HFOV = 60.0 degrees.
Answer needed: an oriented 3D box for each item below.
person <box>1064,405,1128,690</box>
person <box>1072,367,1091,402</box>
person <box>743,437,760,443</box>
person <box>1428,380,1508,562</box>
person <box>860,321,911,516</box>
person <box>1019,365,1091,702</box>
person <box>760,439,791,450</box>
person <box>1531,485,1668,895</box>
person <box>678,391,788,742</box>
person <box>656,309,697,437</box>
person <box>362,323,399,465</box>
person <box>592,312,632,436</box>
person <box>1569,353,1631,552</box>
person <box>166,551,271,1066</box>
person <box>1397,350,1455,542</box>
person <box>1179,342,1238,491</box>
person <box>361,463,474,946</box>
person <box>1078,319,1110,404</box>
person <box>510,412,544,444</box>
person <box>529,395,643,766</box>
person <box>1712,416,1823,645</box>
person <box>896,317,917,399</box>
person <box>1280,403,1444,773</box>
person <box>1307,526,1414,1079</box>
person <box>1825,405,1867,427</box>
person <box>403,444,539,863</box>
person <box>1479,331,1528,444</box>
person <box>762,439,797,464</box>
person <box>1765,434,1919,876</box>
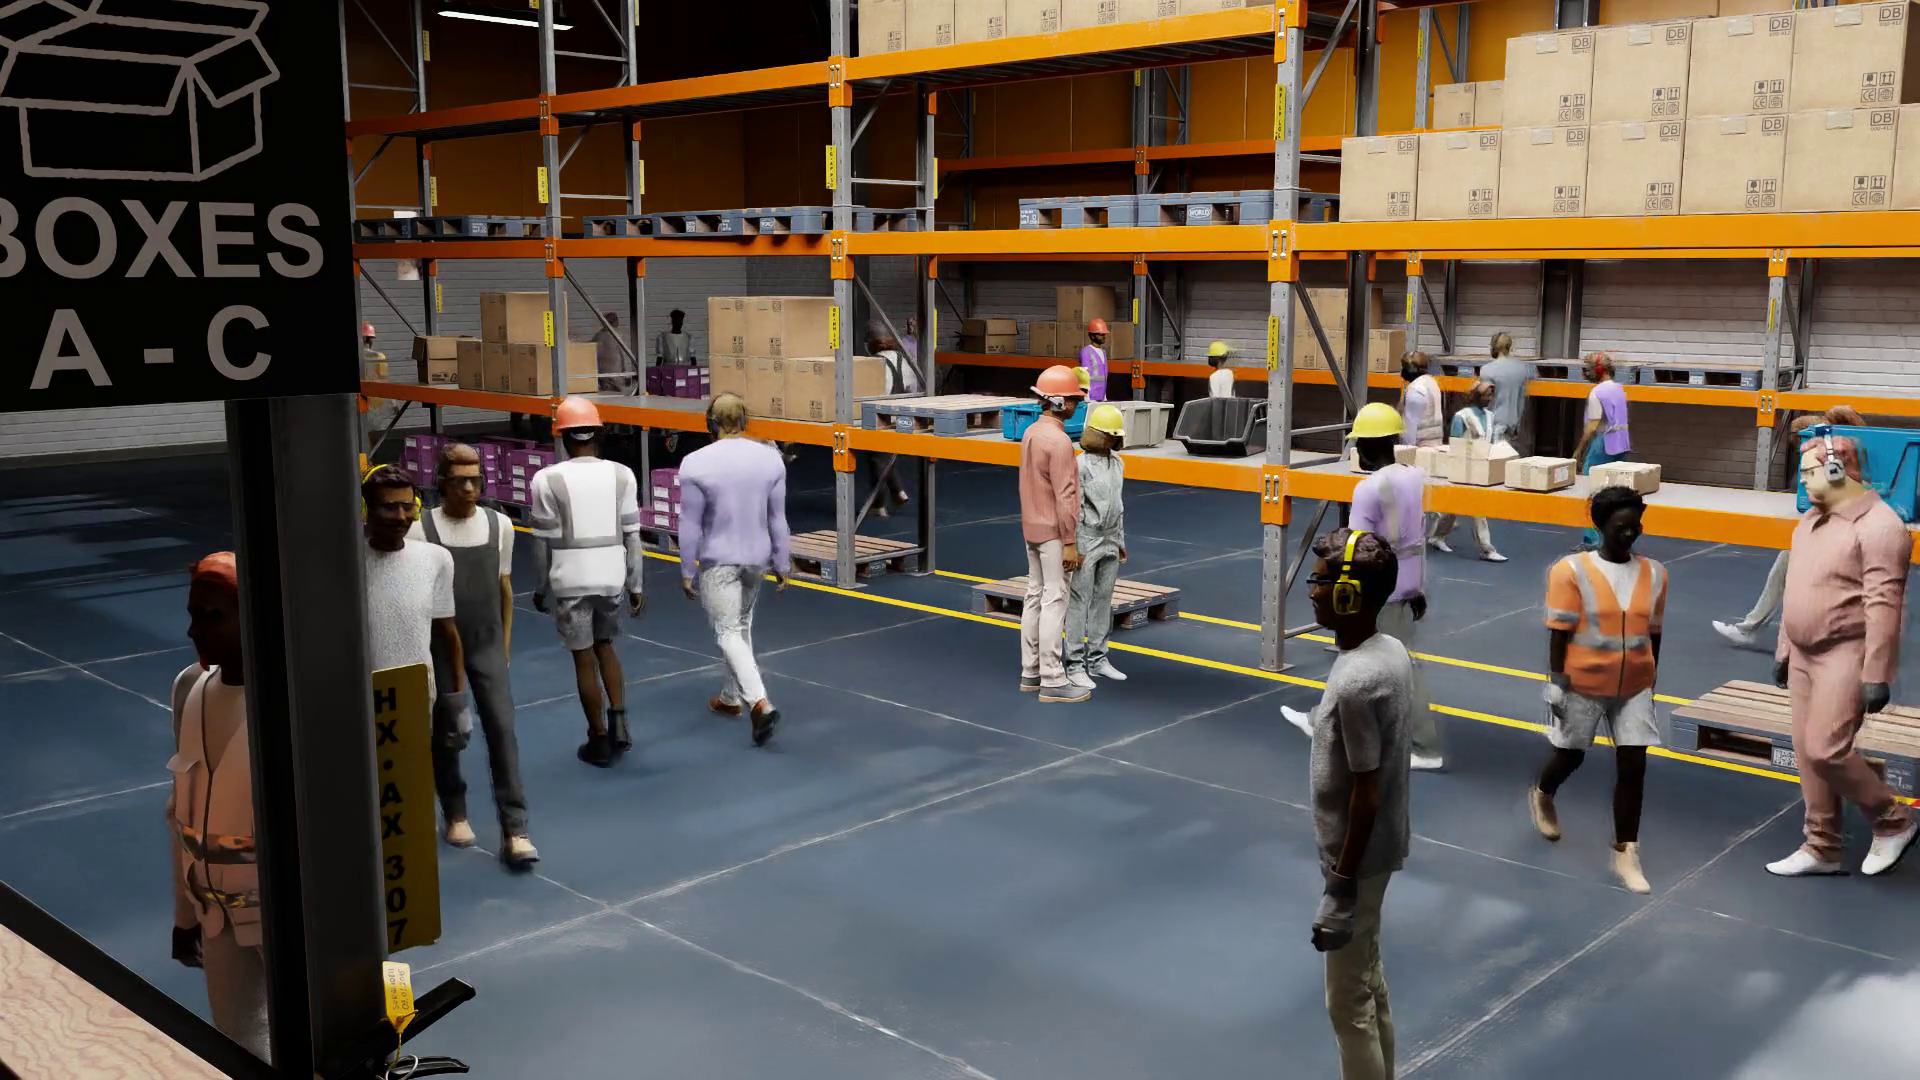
[{"bbox_3d":[0.861,0.036,10.221,0.314,1.737,0.484,9,13,43],"label":"person"},{"bbox_3d":[0.939,-0.553,13.774,0.524,1.759,0.337,-8,12,-42],"label":"person"},{"bbox_3d":[-2.503,-1.584,19.635,0.482,1.906,0.673,6,11,32],"label":"person"},{"bbox_3d":[4.525,-0.630,14.769,0.527,1.584,0.883,-8,12,-40],"label":"person"},{"bbox_3d":[-0.850,-1.251,17.185,0.536,2.000,0.706,7,11,35],"label":"person"},{"bbox_3d":[0.556,-0.040,9.894,0.388,1.992,0.625,-3,10,-19],"label":"person"},{"bbox_3d":[-2.655,-2.181,23.596,0.625,1.814,0.827,-4,10,-23],"label":"person"},{"bbox_3d":[2.700,0.585,7.051,0.537,1.679,0.727,0,9,-3],"label":"person"},{"bbox_3d":[-1.215,0.137,9.137,0.629,1.904,0.931,-6,11,-33],"label":"person"},{"bbox_3d":[-4.309,-2.536,25.352,0.619,1.947,0.416,-3,10,-19],"label":"person"},{"bbox_3d":[-7.089,-1.664,20.111,0.562,1.906,0.807,2,9,13],"label":"person"},{"bbox_3d":[-5.310,-2.538,25.502,0.678,1.893,0.417,5,10,26],"label":"person"},{"bbox_3d":[5.747,-0.757,14.888,0.465,1.809,0.602,9,13,44],"label":"person"},{"bbox_3d":[-1.747,0.951,4.164,0.573,1.883,0.357,4,10,24],"label":"person"},{"bbox_3d":[4.223,-0.828,15.255,0.486,1.823,0.642,5,11,28],"label":"person"},{"bbox_3d":[3.018,-1.419,19.205,0.905,1.727,0.531,8,12,39],"label":"person"},{"bbox_3d":[-2.107,0.632,6.226,0.549,1.851,0.440,-6,11,-33],"label":"person"},{"bbox_3d":[1.706,-1.806,20.900,0.360,1.939,0.543,6,11,32],"label":"person"},{"bbox_3d":[-5.681,-1.940,21.644,0.661,1.948,0.817,-9,13,-42],"label":"person"},{"bbox_3d":[-1.930,0.218,8.586,0.541,1.915,0.450,-6,11,-34],"label":"person"},{"bbox_3d":[5.558,-0.035,11.106,0.852,1.578,0.512,6,11,34],"label":"person"},{"bbox_3d":[-0.632,-2.153,23.163,0.404,1.900,0.637,4,10,21],"label":"person"},{"bbox_3d":[2.093,0.233,8.581,0.990,1.870,0.616,7,12,37],"label":"person"},{"bbox_3d":[1.069,0.891,4.575,0.311,1.869,0.533,4,10,22],"label":"person"},{"bbox_3d":[6.056,-0.119,11.487,0.281,1.633,0.498,2,9,9],"label":"person"},{"bbox_3d":[-2.107,0.504,7.136,0.518,1.808,0.891,-5,11,-29],"label":"person"},{"bbox_3d":[5.632,-1.189,17.174,0.628,1.923,0.749,-6,11,-31],"label":"person"},{"bbox_3d":[-2.641,-1.846,21.140,1.032,1.934,0.628,2,9,13],"label":"person"},{"bbox_3d":[3.677,0.497,6.963,0.472,1.875,0.666,-1,9,-3],"label":"person"}]
